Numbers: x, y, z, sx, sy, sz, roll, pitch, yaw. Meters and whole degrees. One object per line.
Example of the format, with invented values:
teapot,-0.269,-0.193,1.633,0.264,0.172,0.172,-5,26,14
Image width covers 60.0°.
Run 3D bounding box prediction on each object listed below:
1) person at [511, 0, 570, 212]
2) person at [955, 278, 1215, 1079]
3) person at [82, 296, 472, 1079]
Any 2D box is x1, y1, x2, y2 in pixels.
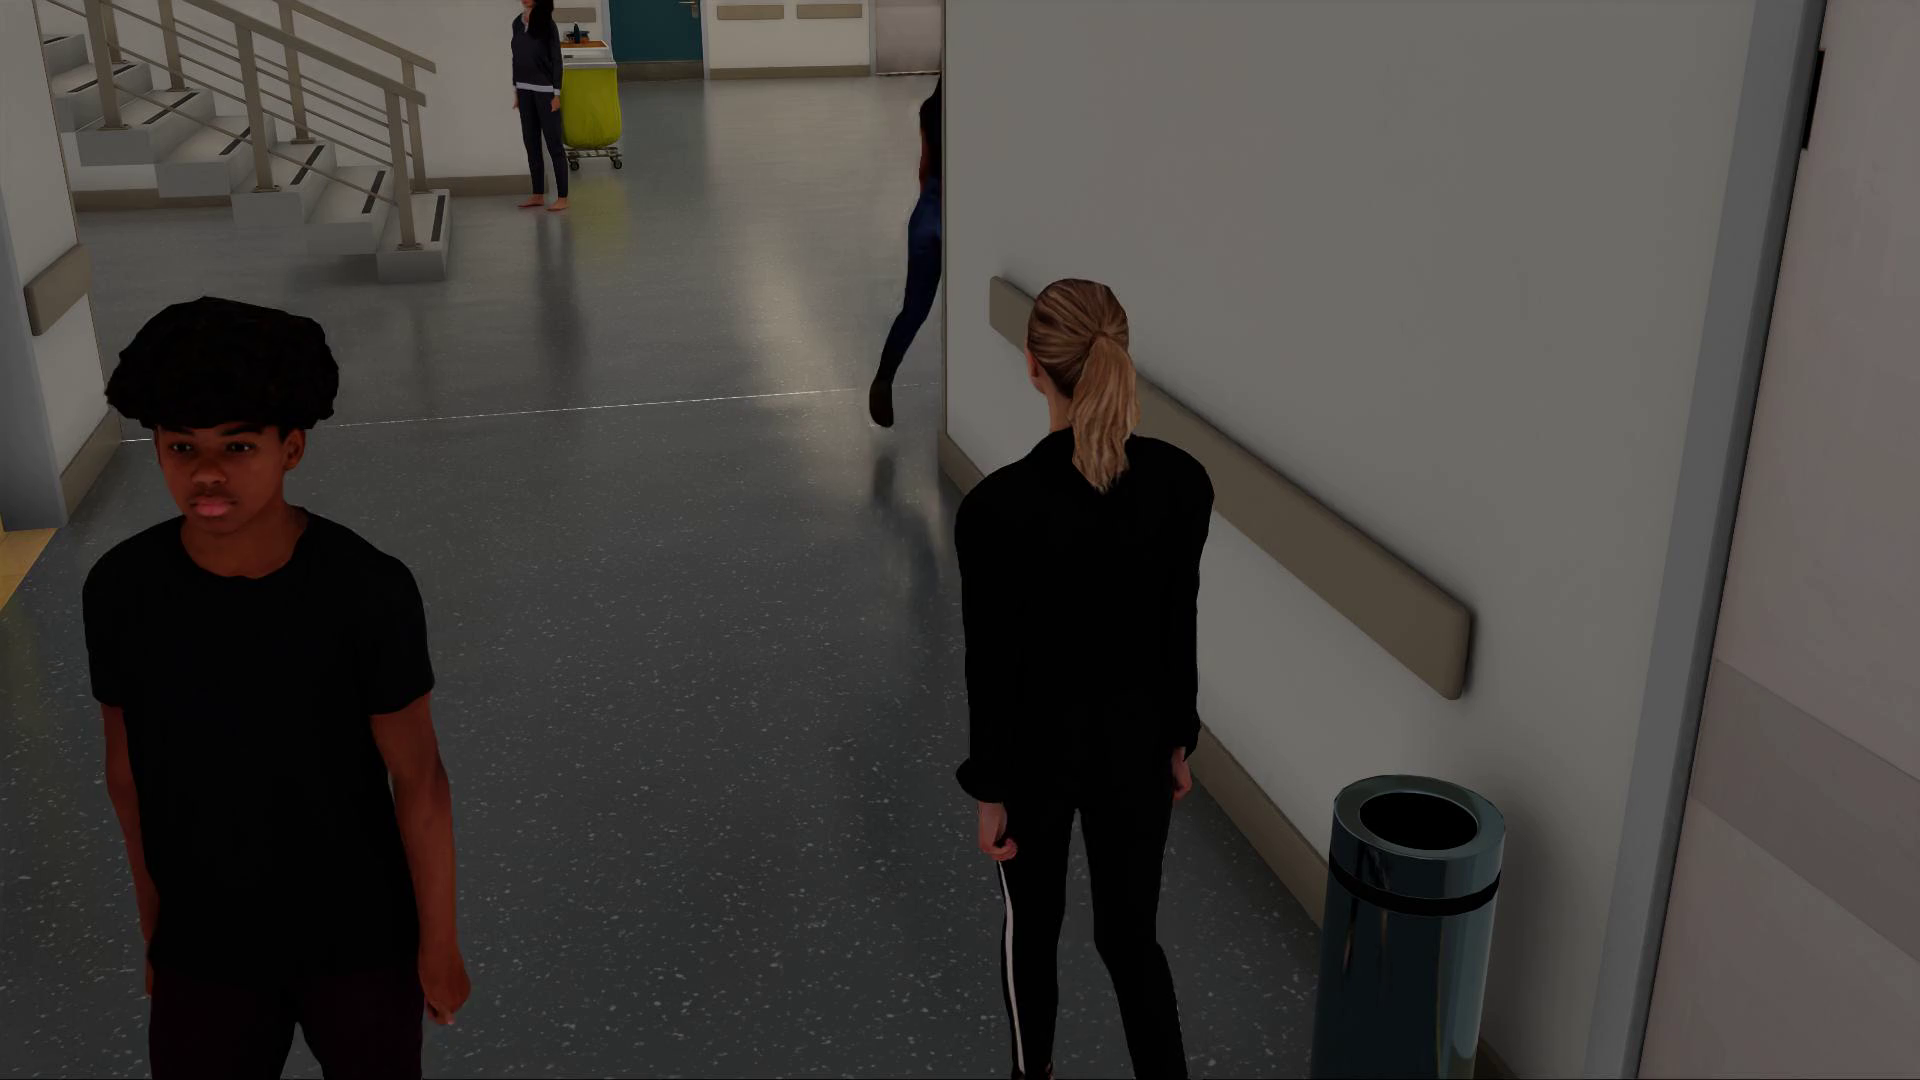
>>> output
person,-3.295,-3.497,13.017,0.672,1.772,0.746,10,23,24
person,0.233,0.432,2.765,0.894,1.687,0.662,-6,22,-15
person,-0.974,0.499,2.473,0.606,1.768,0.743,-2,21,-5
